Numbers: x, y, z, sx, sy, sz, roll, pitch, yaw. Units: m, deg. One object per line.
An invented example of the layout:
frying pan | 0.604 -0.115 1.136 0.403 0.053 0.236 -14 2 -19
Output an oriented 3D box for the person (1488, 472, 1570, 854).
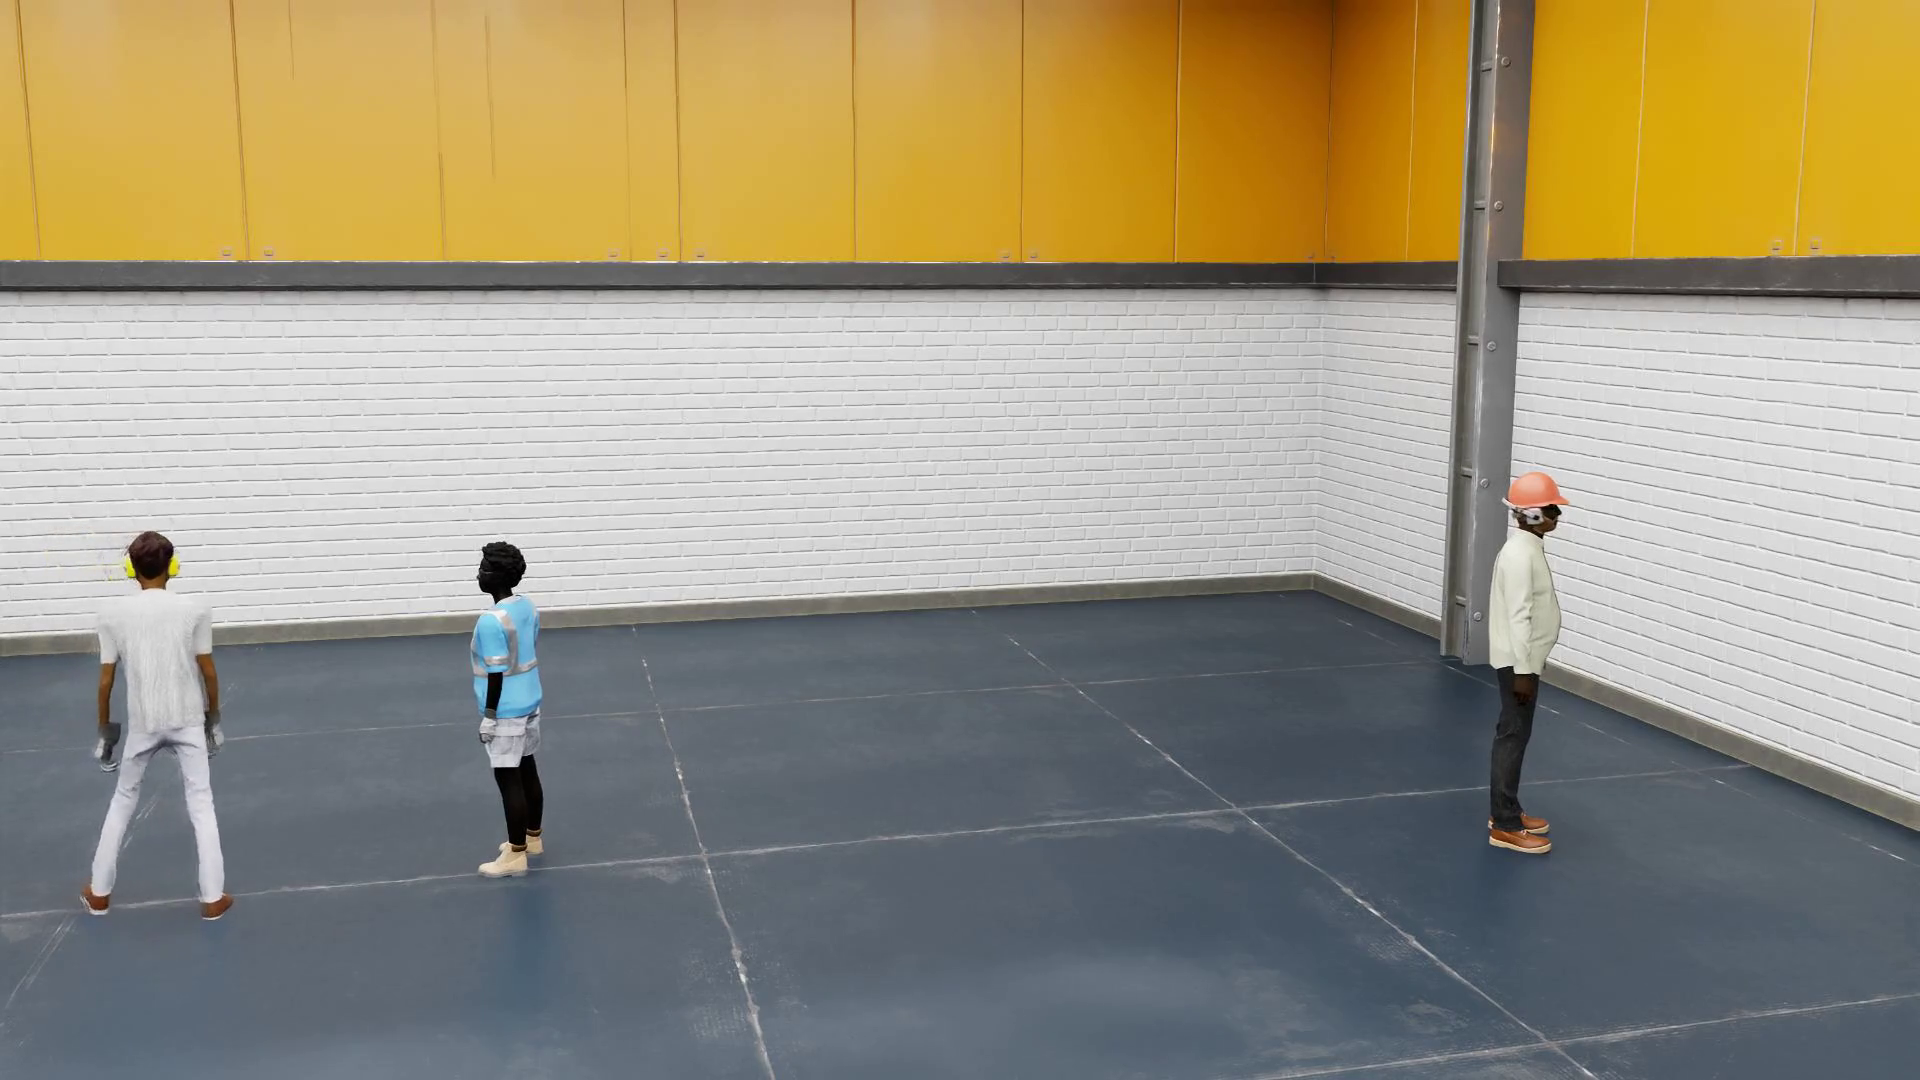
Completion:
person | 2.986 0.633 8.806 0.373 1.997 0.616 3 10 19

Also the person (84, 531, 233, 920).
person | -3.821 0.877 7.822 0.671 1.837 0.470 -3 10 -17

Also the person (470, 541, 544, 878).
person | -2.289 0.845 8.407 0.316 1.700 0.541 1 9 6
